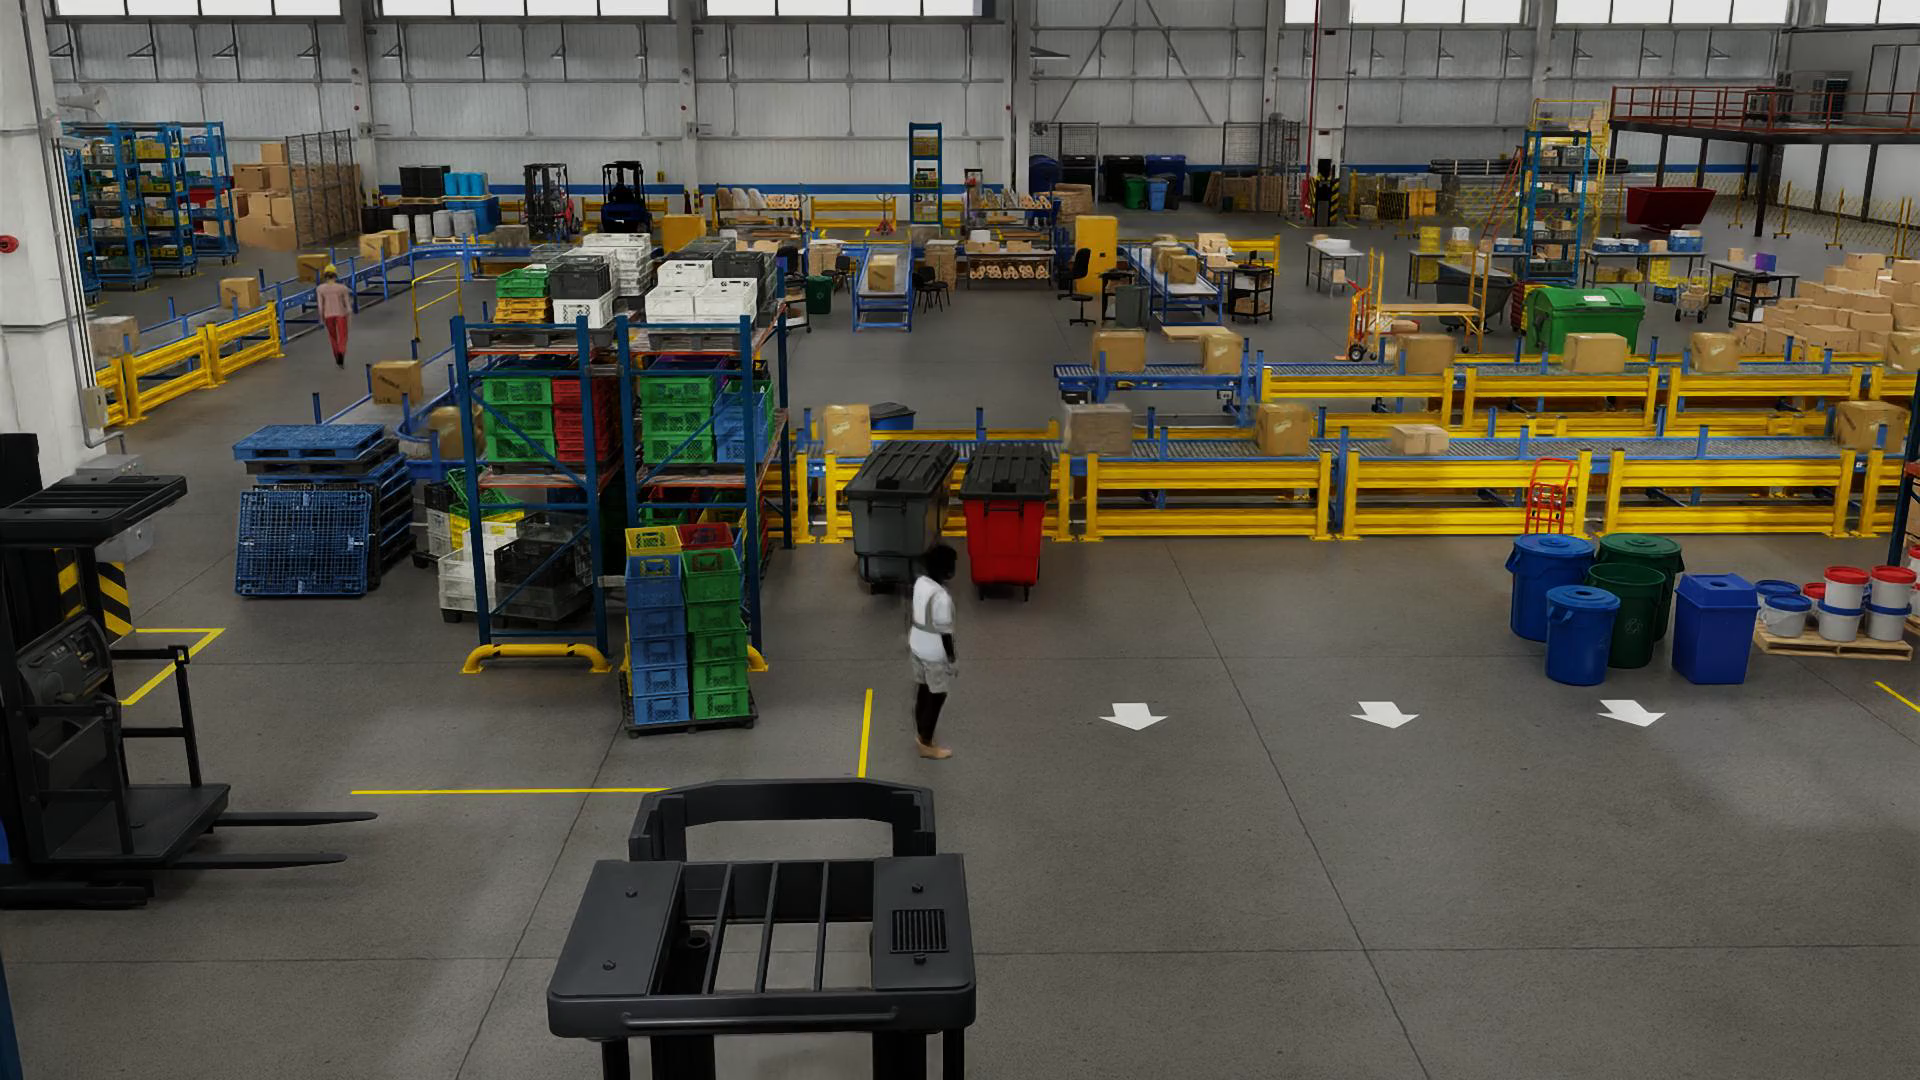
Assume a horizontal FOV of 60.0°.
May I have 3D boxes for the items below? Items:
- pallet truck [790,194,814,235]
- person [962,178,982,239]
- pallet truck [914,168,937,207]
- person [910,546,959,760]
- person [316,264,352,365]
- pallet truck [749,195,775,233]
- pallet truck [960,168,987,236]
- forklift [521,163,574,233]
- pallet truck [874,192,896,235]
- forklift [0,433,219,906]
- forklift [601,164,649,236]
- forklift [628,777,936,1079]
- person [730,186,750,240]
[{"bbox_3d":[-4.814,-9.883,50.259,0.704,1.261,1.522,-1,16,-3],"label":"pallet truck"},{"bbox_3d":[0.381,-8.790,45.151,0.666,2.019,0.625,-14,21,-40],"label":"person"},{"bbox_3d":[-0.989,-10.316,50.507,0.823,1.965,1.885,1,16,3],"label":"pallet truck"},{"bbox_3d":[-0.219,0.824,12.395,0.318,1.674,0.672,-7,18,-24],"label":"person"},{"bbox_3d":[-10.681,-3.834,28.411,0.537,1.745,0.654,-4,16,-13],"label":"person"},{"bbox_3d":[-6.051,-9.967,50.660,0.680,1.201,1.601,0,16,-1],"label":"pallet truck"},{"bbox_3d":[0.383,-10.230,50.206,0.823,1.965,1.885,-1,16,-3],"label":"pallet truck"},{"bbox_3d":[-12.233,-10.122,49.298,1.157,1.987,2.680,0,16,-1],"label":"forklift"},{"bbox_3d":[-2.277,-9.986,50.594,0.653,1.274,1.630,0,16,-1],"label":"pallet truck"},{"bbox_3d":[-5.952,0.780,10.366,1.873,2.768,1.129,0,16,-1],"label":"forklift"},{"bbox_3d":[-9.948,-10.127,49.296,1.157,1.987,2.680,-1,16,-3],"label":"forklift"},{"bbox_3d":[-0.542,2.165,5.552,1.129,2.768,1.873,-1,16,-2],"label":"forklift"},{"bbox_3d":[-5.873,-8.389,43.990,0.560,1.888,0.682,-12,20,-36],"label":"person"}]
